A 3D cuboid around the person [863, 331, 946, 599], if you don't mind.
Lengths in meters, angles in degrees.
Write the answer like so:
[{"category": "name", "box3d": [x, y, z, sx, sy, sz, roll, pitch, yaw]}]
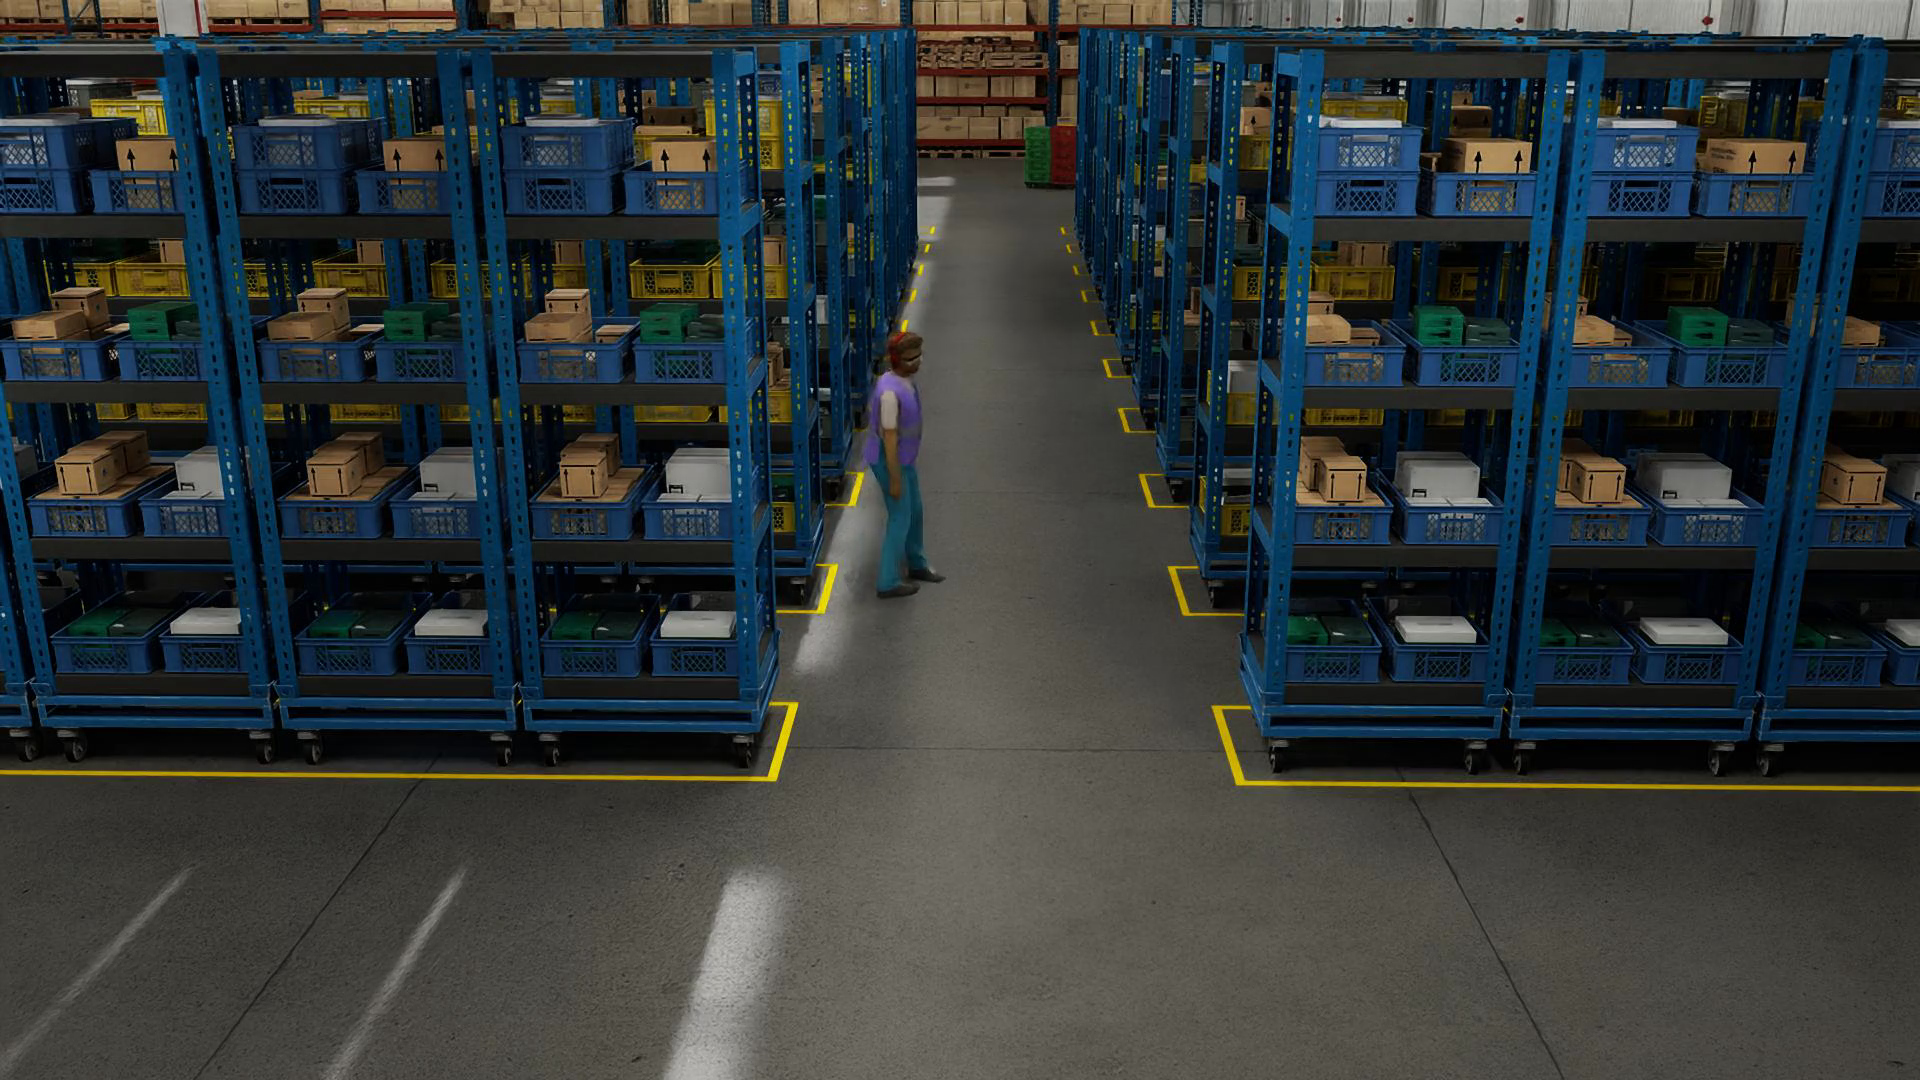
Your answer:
[{"category": "person", "box3d": [-0.383, -0.494, 10.995, 0.490, 1.810, 0.678, 2, 18, 6]}]
